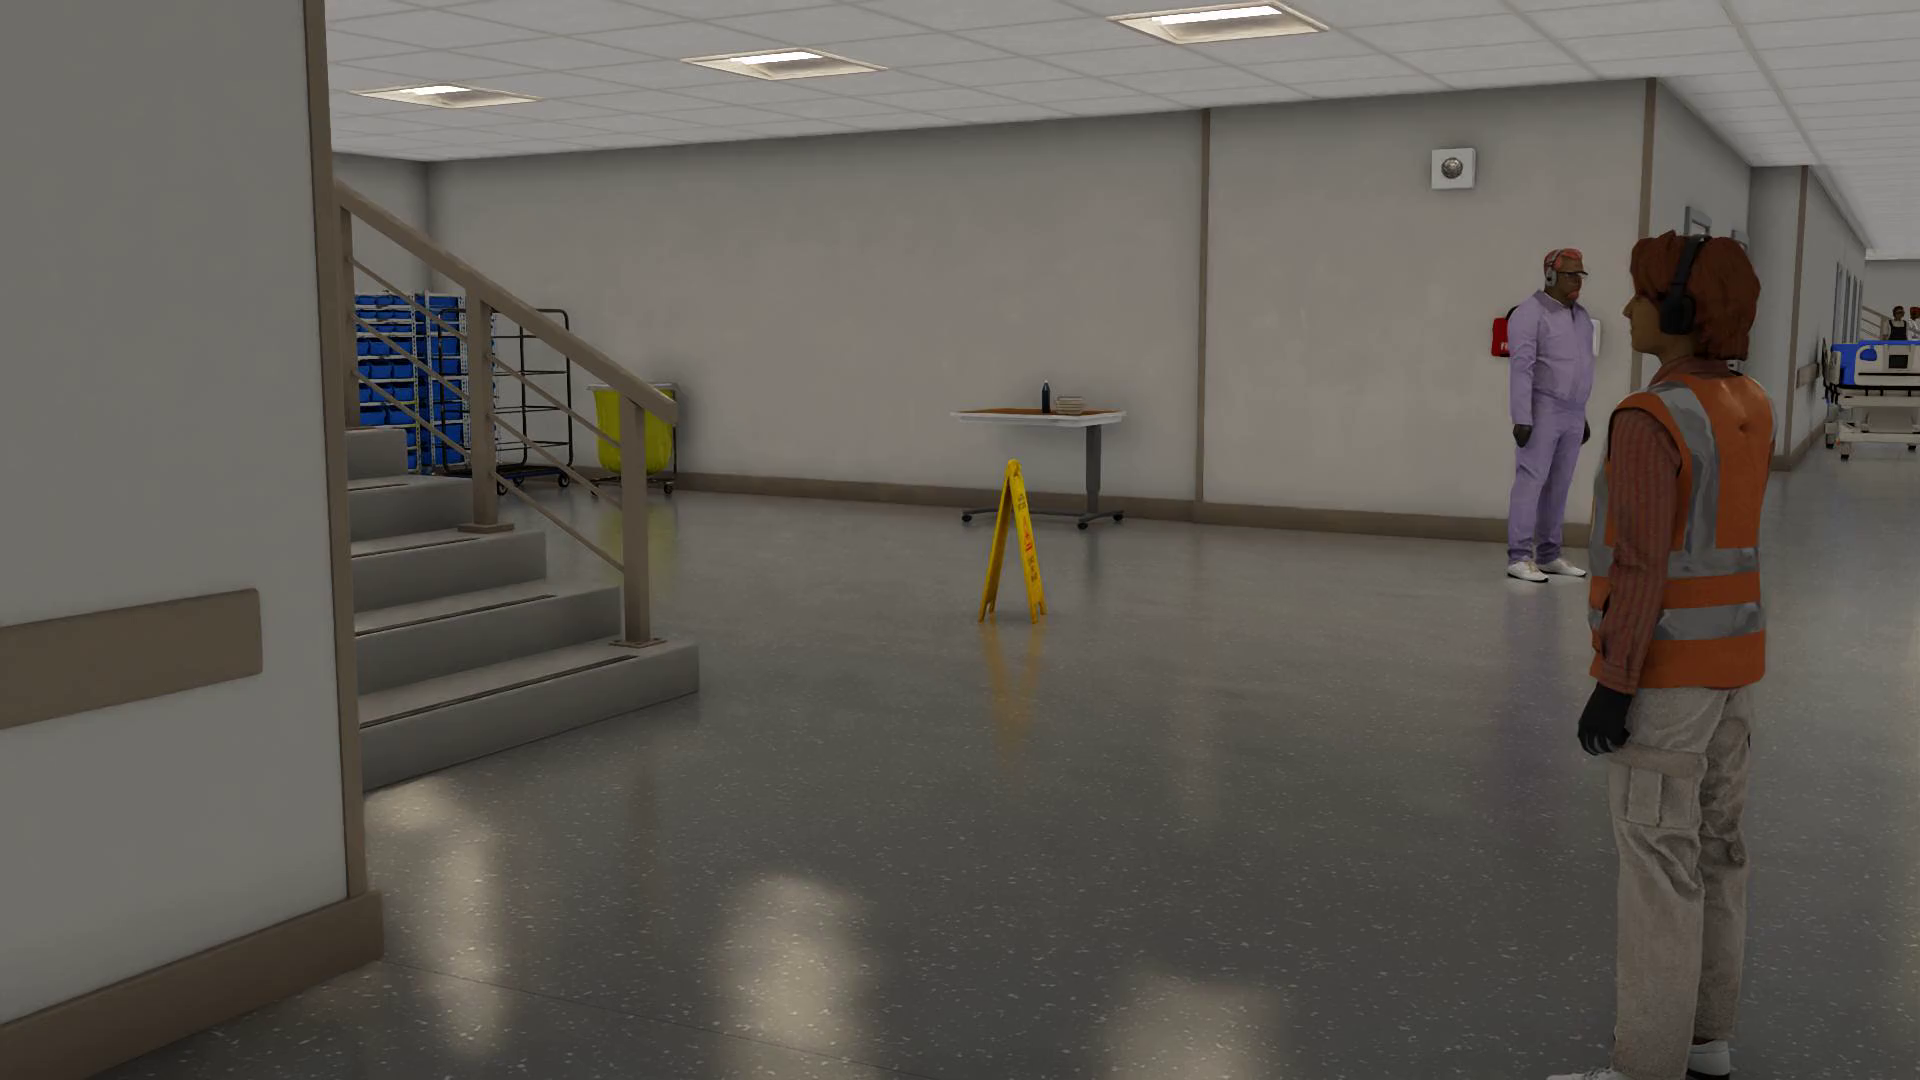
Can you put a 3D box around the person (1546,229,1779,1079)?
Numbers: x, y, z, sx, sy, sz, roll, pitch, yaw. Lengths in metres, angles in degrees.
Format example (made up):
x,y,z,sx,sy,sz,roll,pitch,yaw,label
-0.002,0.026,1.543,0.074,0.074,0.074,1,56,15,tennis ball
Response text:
x,y,z,sx,sy,sz,roll,pitch,yaw,label
1.332,0.255,3.103,0.515,1.645,0.308,-7,10,-44,person

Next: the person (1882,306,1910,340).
x,y,z,sx,sy,sz,roll,pitch,yaw,label
19.224,-3.885,34.183,0.514,1.845,0.338,1,7,6,person

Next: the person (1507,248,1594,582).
x,y,z,sx,sy,sz,roll,pitch,yaw,label
3.425,-0.714,9.573,0.652,1.904,0.403,-5,9,-35,person
